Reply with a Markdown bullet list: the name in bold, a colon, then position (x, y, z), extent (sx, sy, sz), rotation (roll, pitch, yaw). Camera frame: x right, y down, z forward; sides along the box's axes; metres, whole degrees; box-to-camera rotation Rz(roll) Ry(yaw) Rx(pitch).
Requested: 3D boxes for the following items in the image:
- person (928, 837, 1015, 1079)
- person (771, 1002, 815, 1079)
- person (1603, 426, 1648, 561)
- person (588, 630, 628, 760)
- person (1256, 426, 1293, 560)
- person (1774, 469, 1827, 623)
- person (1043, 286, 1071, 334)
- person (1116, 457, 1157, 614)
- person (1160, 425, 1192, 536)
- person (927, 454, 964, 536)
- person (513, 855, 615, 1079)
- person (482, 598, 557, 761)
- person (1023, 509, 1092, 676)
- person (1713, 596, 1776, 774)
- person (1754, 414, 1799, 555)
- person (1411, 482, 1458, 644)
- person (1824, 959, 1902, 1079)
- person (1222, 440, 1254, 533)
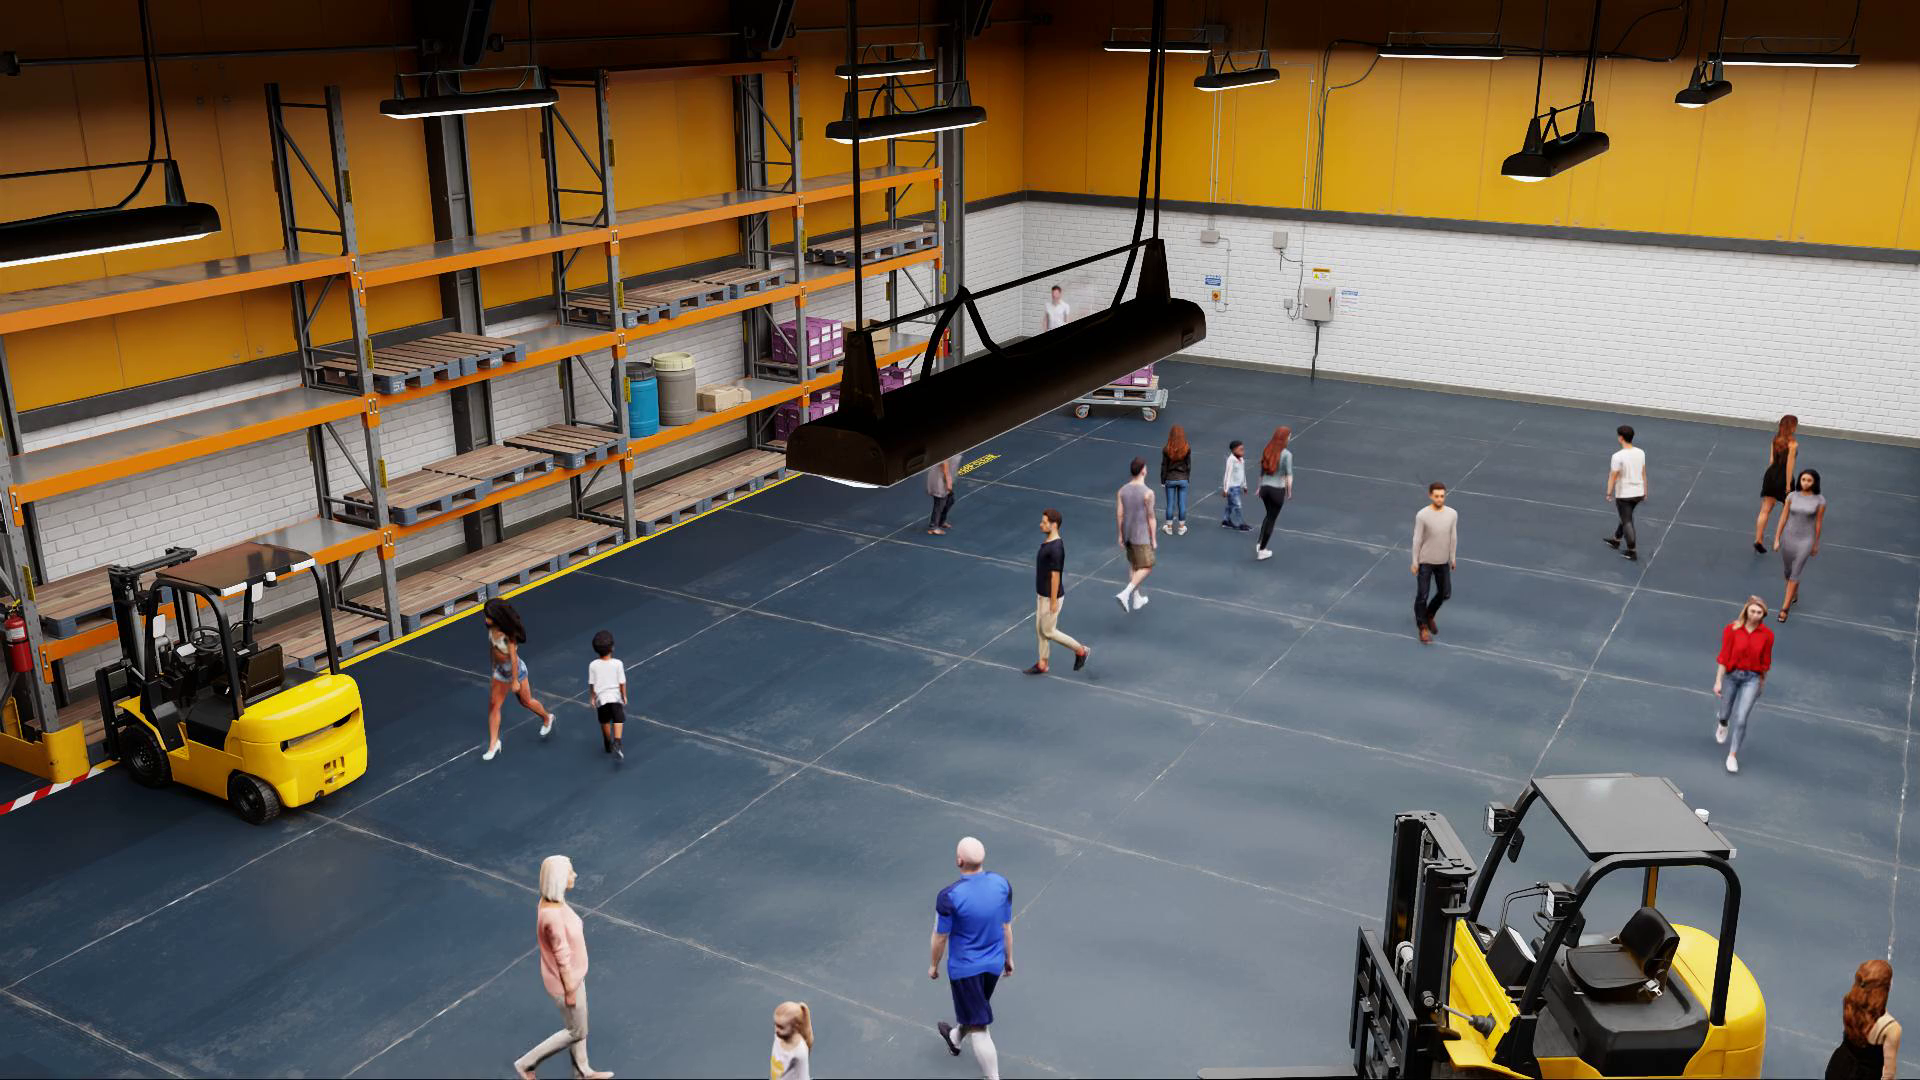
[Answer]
- **person**: position (0.140, 2.826, 10.765), extent (1.231, 1.787, 1.125), rotation (-11, 21, -29)
- **person**: position (-0.960, 3.338, 10.066), extent (0.809, 1.264, 0.644), rotation (-14, 23, -35)
- **person**: position (8.497, -0.570, 21.014), extent (0.995, 1.684, 1.027), rotation (-6, 19, -16)
- **person**: position (-3.306, 1.472, 15.633), extent (0.751, 1.248, 0.832), rotation (-3, 19, -10)
- **person**: position (3.890, -0.558, 20.919), extent (0.695, 1.720, 0.671), rotation (-17, 25, -42)
- **person**: position (9.640, 0.035, 19.118), extent (0.706, 1.746, 1.113), rotation (15, 23, 37)
- **person**: position (1.759, -3.680, 30.005), extent (0.743, 1.840, 0.783), rotation (7, 20, 19)
- **person**: position (1.989, -0.027, 18.931), extent (0.729, 1.835, 1.001), rotation (14, 23, 36)
- **person**: position (2.866, -0.801, 22.021), extent (0.626, 1.478, 0.636), rotation (1, 19, 3)
- **person**: position (-0.272, -0.829, 21.959), extent (0.827, 1.571, 0.764), rotation (-1, 19, -2)
- **person**: position (-2.649, 2.851, 10.807), extent (0.970, 1.713, 0.906), rotation (-5, 19, -15)
- **person**: position (-4.177, 1.278, 15.712), extent (0.681, 1.565, 1.078), rotation (14, 23, 35)
- **person**: position (1.027, 0.574, 17.375), extent (1.015, 1.838, 0.998), rotation (-2, 19, -7)
- **person**: position (7.250, 1.294, 15.466), extent (0.713, 1.692, 0.895), rotation (6, 20, 18)
- **person**: position (10.331, -0.683, 21.146), extent (1.036, 1.813, 0.939), rotation (-7, 20, -19)
- **person**: position (5.204, 0.215, 18.414), extent (0.829, 1.854, 0.870), rotation (-2, 19, -7)
- **person**: position (5.238, 3.240, 9.836), extent (1.007, 1.596, 0.877), rotation (-8, 20, -22)
- **person**: position (3.612, -0.736, 22.197), extent (0.646, 1.242, 0.728), rotation (15, 23, 37)
